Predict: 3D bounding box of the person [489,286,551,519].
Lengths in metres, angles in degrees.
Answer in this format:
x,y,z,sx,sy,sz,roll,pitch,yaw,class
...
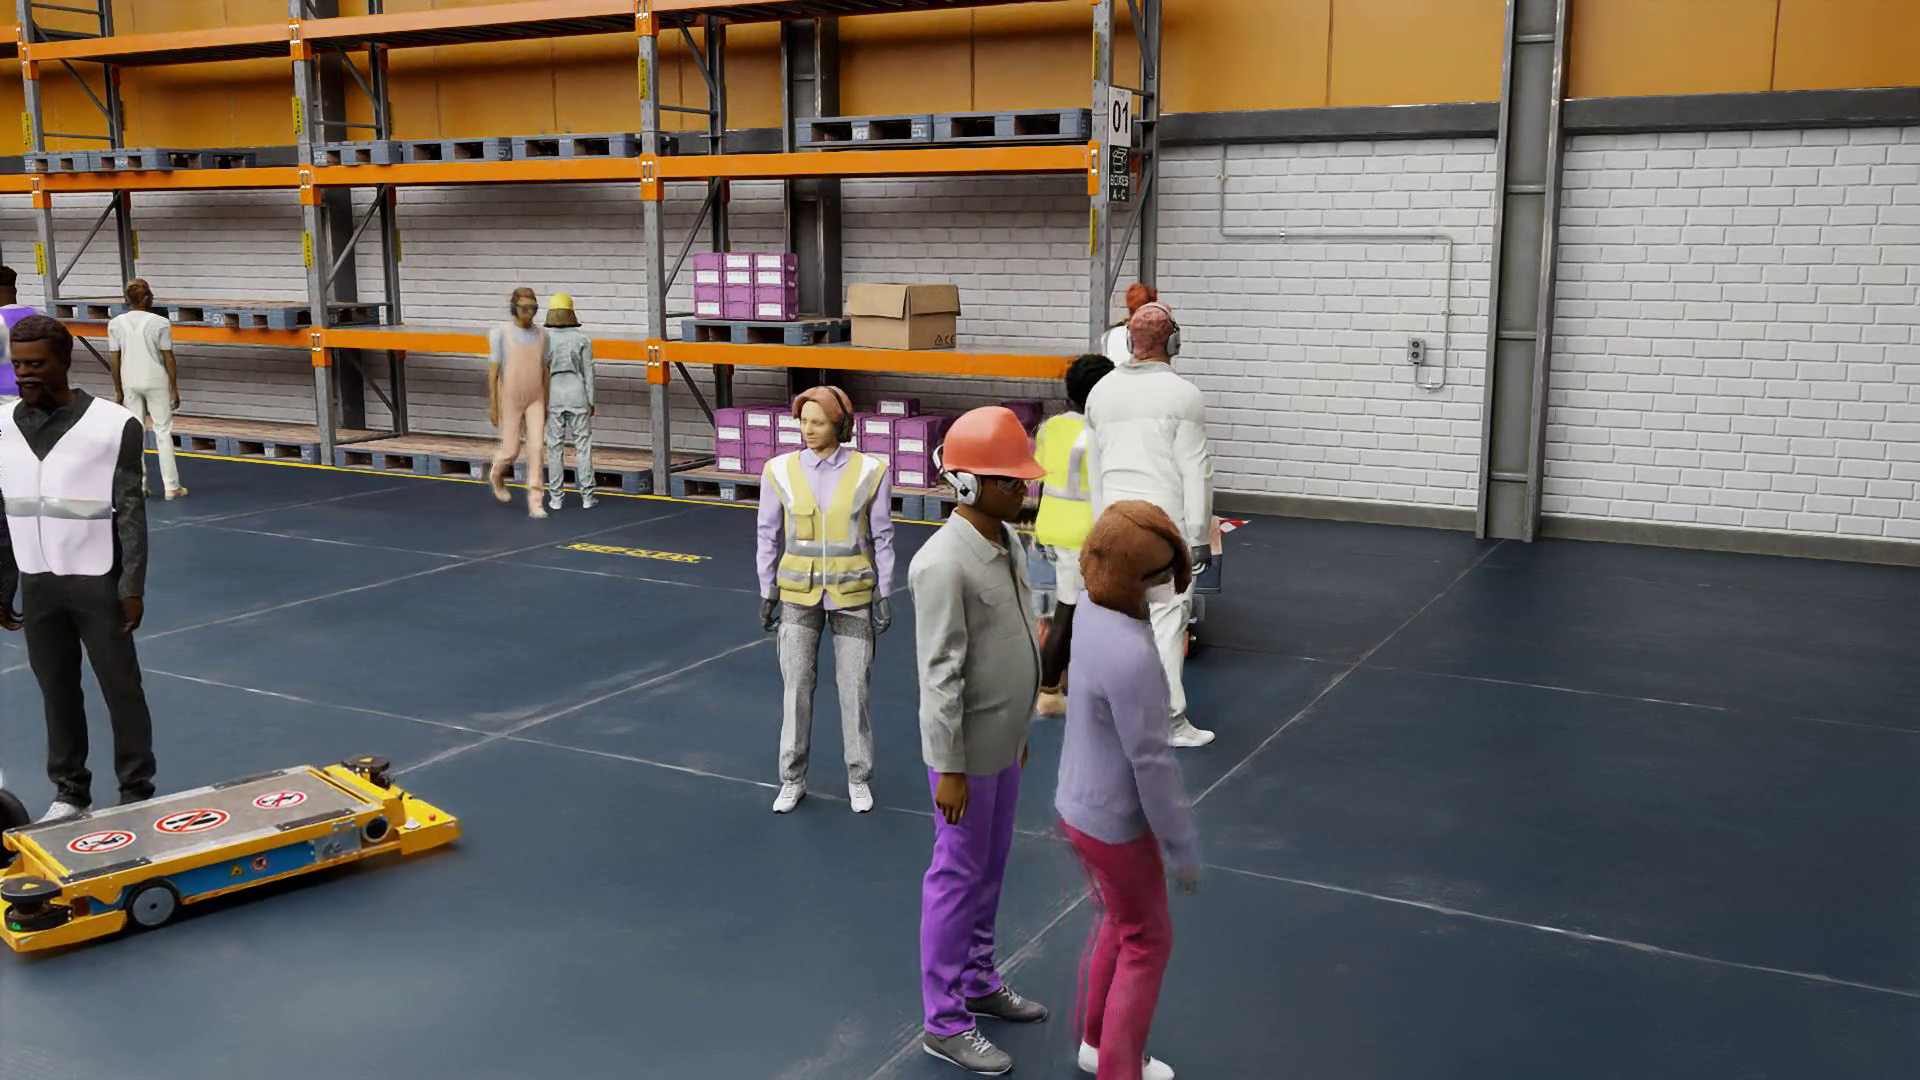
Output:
x,y,z,sx,sy,sz,roll,pitch,yaw,class
-3.474,-1.084,13.040,0.510,1.820,0.671,-8,13,-38,person

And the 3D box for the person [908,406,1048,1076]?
x,y,z,sx,sy,sz,roll,pitch,yaw,class
0.068,0.516,4.431,0.333,1.749,0.574,4,11,20,person

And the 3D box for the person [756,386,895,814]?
x,y,z,sx,sy,sz,roll,pitch,yaw,class
-0.507,0.232,6.310,0.522,1.636,0.310,0,10,0,person

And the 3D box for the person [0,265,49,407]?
x,y,z,sx,sy,sz,roll,pitch,yaw,class
-7.607,-1.228,13.429,0.384,1.959,0.600,5,11,25,person

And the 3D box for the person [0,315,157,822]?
x,y,z,sx,sy,sz,roll,pitch,yaw,class
-3.222,0.142,6.051,0.591,1.915,0.383,0,10,1,person

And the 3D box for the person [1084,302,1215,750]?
x,y,z,sx,sy,sz,roll,pitch,yaw,class
0.836,-0.057,7.149,0.410,1.911,0.643,-10,14,-42,person

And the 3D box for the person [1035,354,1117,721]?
x,y,z,sx,sy,sz,roll,pitch,yaw,class
0.546,-0.003,7.517,0.512,1.667,0.537,-5,11,-25,person

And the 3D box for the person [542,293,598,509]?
x,y,z,sx,sy,sz,roll,pitch,yaw,class
-3.186,-1.117,13.436,0.483,1.734,0.319,-2,11,-11,person

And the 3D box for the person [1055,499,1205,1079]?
x,y,z,sx,sy,sz,roll,pitch,yaw,class
0.396,0.675,4.007,0.335,1.590,0.572,-2,10,-10,person

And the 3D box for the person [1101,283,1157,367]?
x,y,z,sx,sy,sz,roll,pitch,yaw,class
1.168,-0.773,11.153,0.376,1.880,0.621,-7,12,-32,person

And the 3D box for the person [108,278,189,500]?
x,y,z,sx,sy,sz,roll,pitch,yaw,class
-6.764,-1.244,13.827,0.506,1.847,0.350,-1,10,-6,person

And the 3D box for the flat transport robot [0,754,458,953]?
x,y,z,sx,sy,sz,roll,pitch,yaw,class
-2.537,1.029,5.687,1.431,0.197,0.652,-10,14,-43,flat transport robot
